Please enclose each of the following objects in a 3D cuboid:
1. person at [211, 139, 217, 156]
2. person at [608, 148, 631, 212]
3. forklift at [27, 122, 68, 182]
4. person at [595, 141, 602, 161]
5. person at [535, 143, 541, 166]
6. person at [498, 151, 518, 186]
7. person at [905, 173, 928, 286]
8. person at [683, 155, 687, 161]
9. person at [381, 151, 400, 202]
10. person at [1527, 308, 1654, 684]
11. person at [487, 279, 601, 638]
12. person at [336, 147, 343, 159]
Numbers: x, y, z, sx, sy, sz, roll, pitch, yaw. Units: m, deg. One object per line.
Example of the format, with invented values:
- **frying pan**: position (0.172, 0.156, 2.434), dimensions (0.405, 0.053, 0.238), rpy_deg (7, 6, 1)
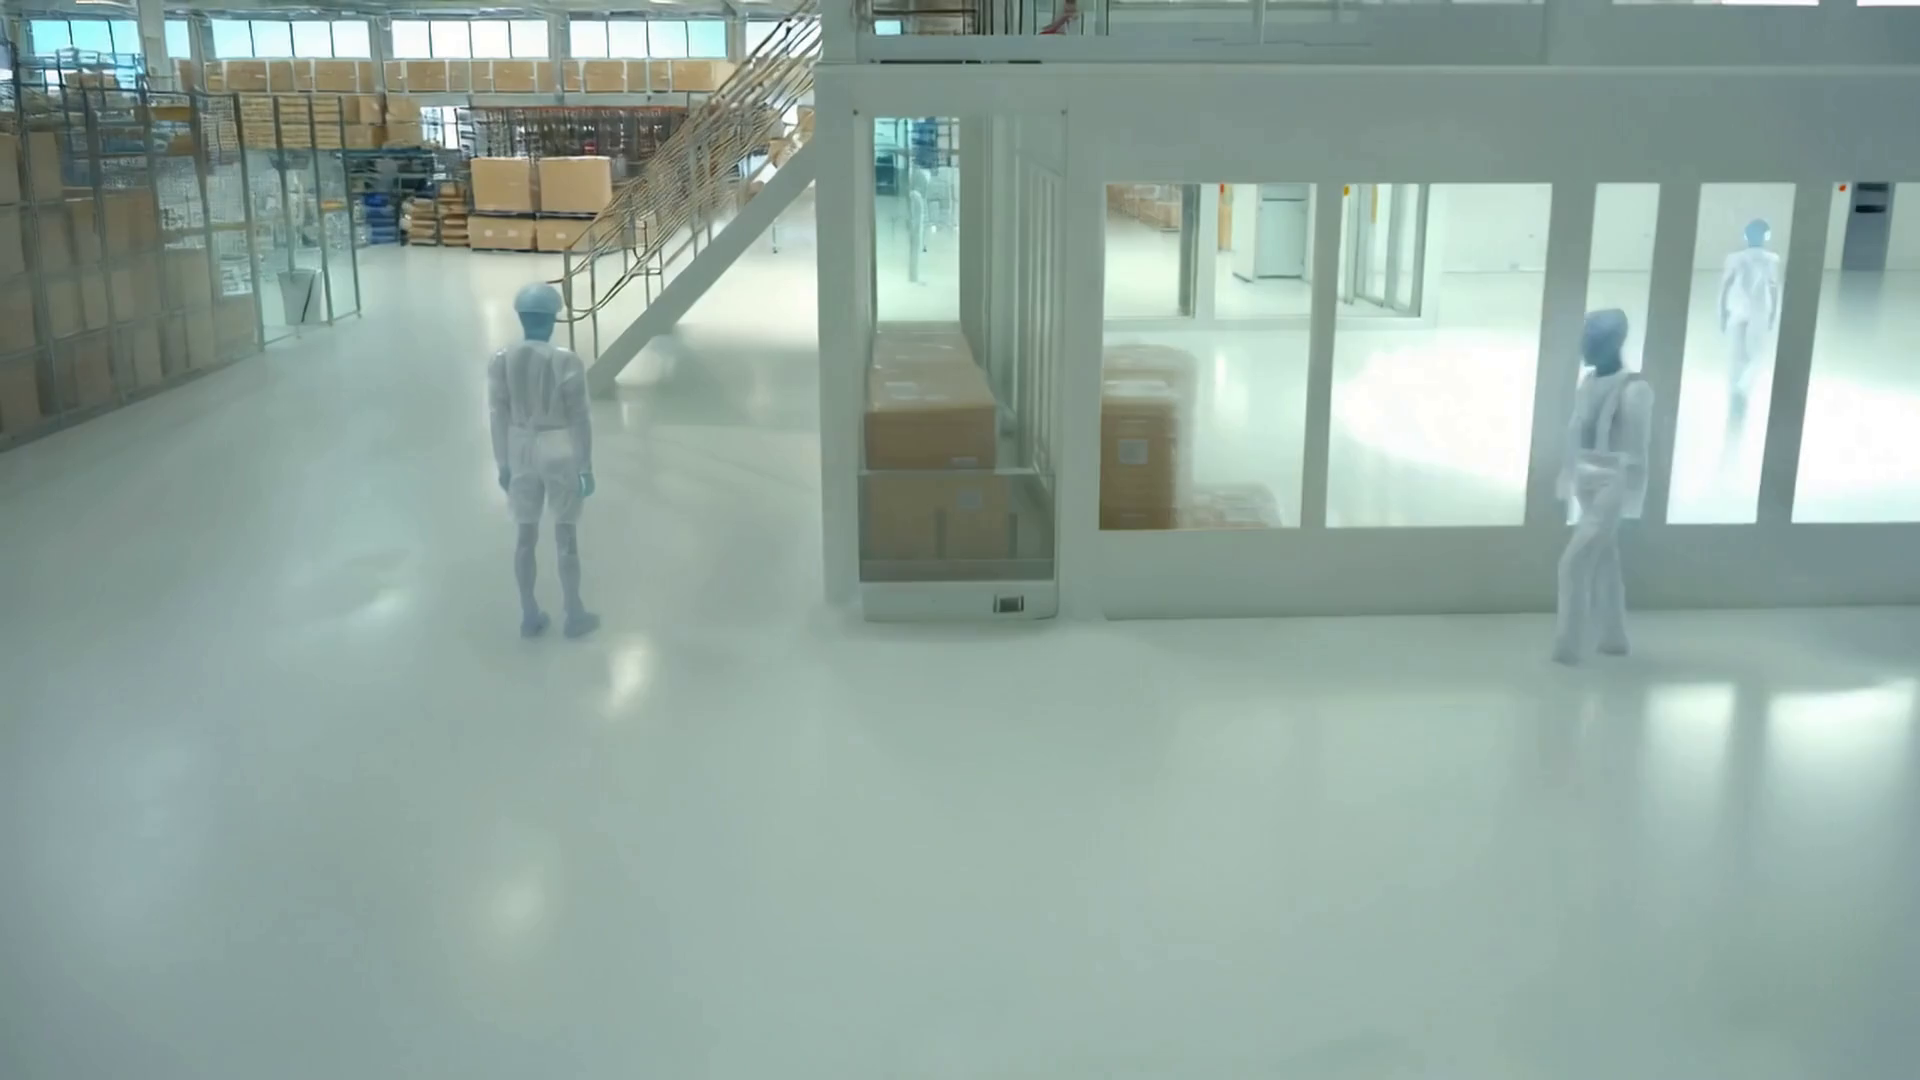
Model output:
- **person**: position (-40.341, -20.707, 90.007), dimensions (0.401, 1.939, 0.602), rpy_deg (-9, 17, -32)
- **person**: position (-10.794, -11.329, 52.428), dimensions (1.021, 1.981, 0.605), rpy_deg (1, 14, 3)
- **forklift**: position (-35.376, -14.773, 64.377), dimensions (1.129, 2.768, 1.873), rpy_deg (-1, 14, -2)
- **person**: position (-18.036, -19.077, 83.374), dimensions (0.393, 1.992, 0.622), rpy_deg (10, 17, 34)
- **person**: position (-21.567, -19.328, 84.773), dimensions (0.800, 1.804, 0.590), rpy_deg (-1, 14, -4)
- **person**: position (-14.926, -11.892, 54.935), dimensions (0.634, 1.867, 0.928), rpy_deg (-2, 14, -7)
- **person**: position (-0.753, -5.330, 28.586), dimensions (0.392, 1.920, 0.587), rpy_deg (0, 14, 0)
- **person**: position (-15.570, -21.562, 93.685), dimensions (0.879, 1.815, 0.577), rpy_deg (-1, 14, -2)
- **person**: position (-19.970, -12.771, 58.549), dimensions (0.807, 1.800, 0.626), rpy_deg (10, 17, 33)
- **person**: position (3.077, -0.210, 8.219), dimensions (0.719, 1.859, 0.610), rpy_deg (-1, 14, -4)
- **person**: position (-2.232, -0.430, 8.962), dimensions (0.553, 1.935, 0.362), rpy_deg (2, 14, 8)
- **person**: position (-27.636, -16.598, 73.987), dimensions (0.642, 1.750, 0.529), rpy_deg (1, 14, 5)
